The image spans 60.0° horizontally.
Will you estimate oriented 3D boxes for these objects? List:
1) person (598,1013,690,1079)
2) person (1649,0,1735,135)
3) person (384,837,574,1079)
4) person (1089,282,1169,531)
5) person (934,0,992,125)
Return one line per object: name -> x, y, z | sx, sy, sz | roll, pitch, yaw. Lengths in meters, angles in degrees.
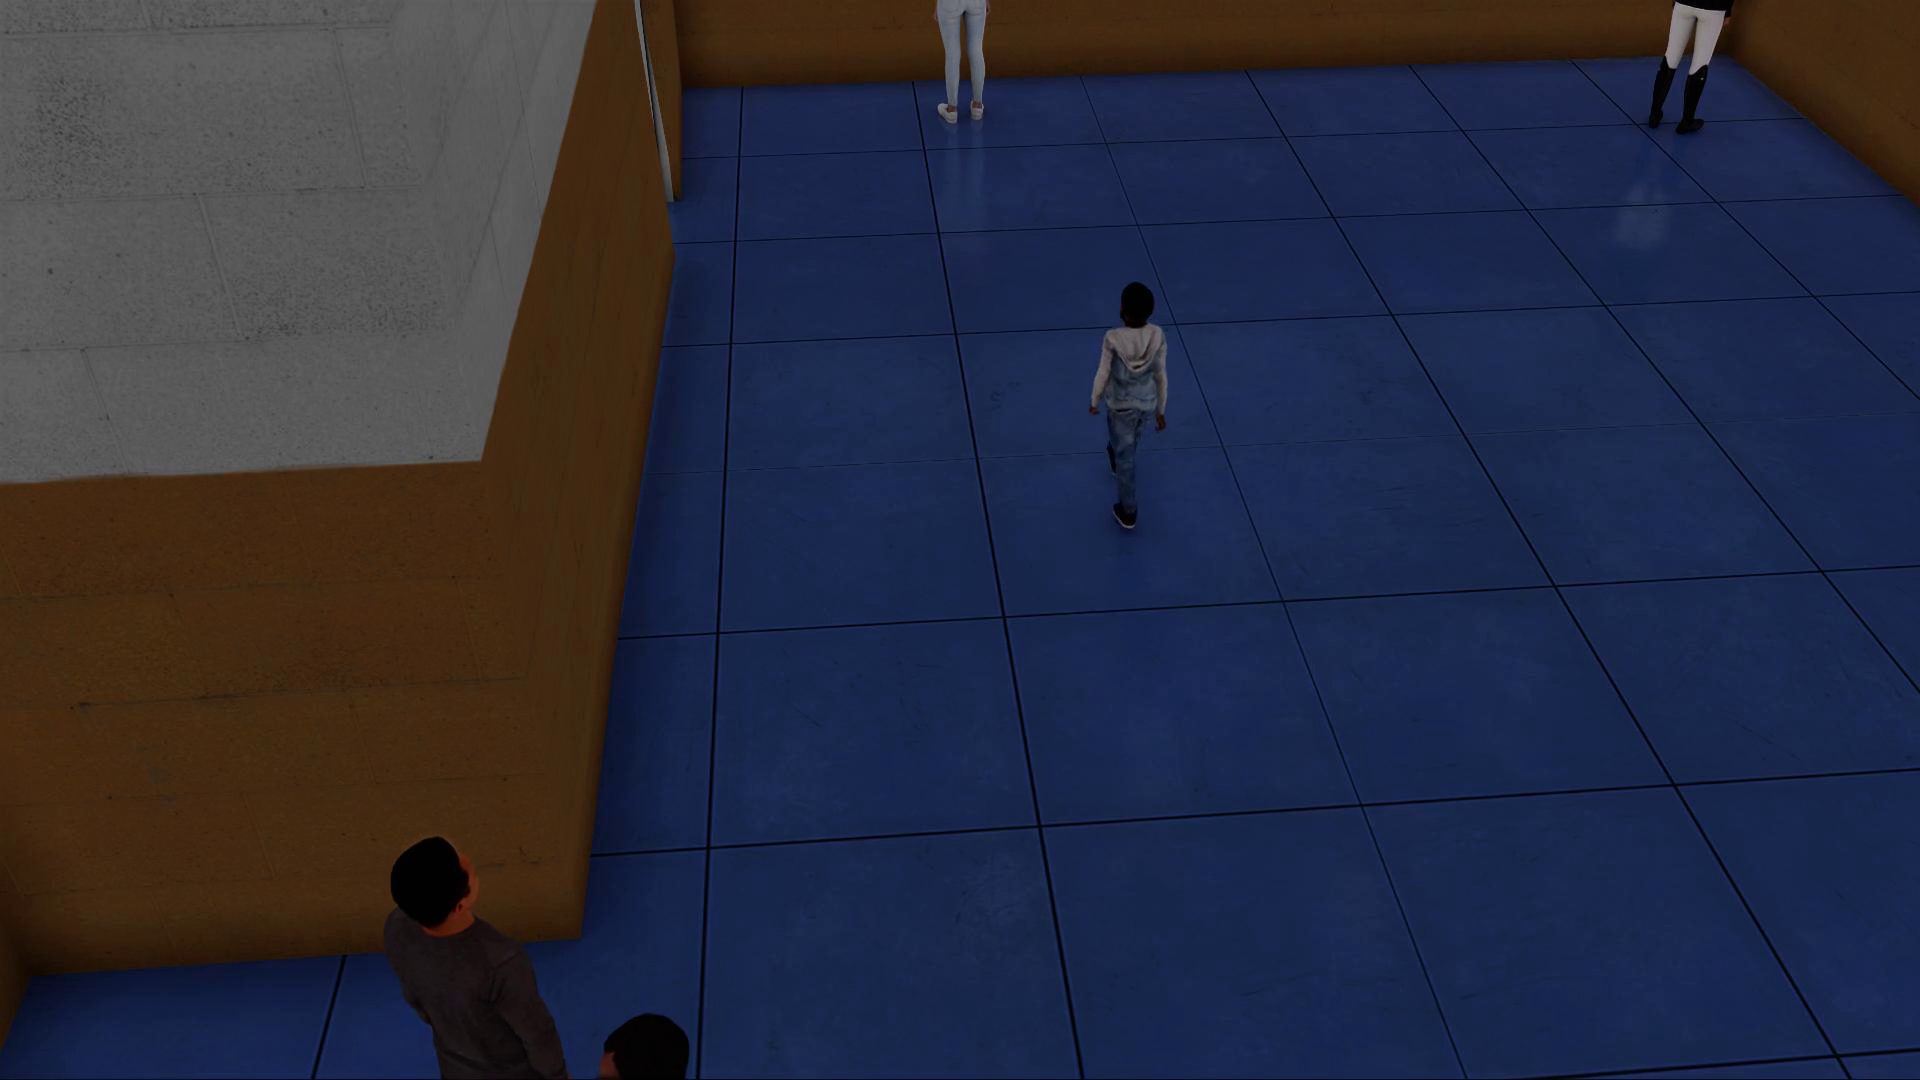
person -> -0.770, 1.837, 4.380 | 0.664, 1.741, 0.711 | 30, 46, 34
person -> 5.267, -3.768, 11.842 | 0.663, 1.729, 0.723 | 26, 44, 31
person -> -1.361, 1.504, 4.800 | 0.655, 1.769, 0.778 | -12, 38, -15
person -> 0.838, -0.629, 8.094 | 0.848, 1.224, 0.636 | -8, 38, -11
person -> 0.018, -3.879, 11.986 | 0.549, 1.751, 0.672 | -9, 38, -11
